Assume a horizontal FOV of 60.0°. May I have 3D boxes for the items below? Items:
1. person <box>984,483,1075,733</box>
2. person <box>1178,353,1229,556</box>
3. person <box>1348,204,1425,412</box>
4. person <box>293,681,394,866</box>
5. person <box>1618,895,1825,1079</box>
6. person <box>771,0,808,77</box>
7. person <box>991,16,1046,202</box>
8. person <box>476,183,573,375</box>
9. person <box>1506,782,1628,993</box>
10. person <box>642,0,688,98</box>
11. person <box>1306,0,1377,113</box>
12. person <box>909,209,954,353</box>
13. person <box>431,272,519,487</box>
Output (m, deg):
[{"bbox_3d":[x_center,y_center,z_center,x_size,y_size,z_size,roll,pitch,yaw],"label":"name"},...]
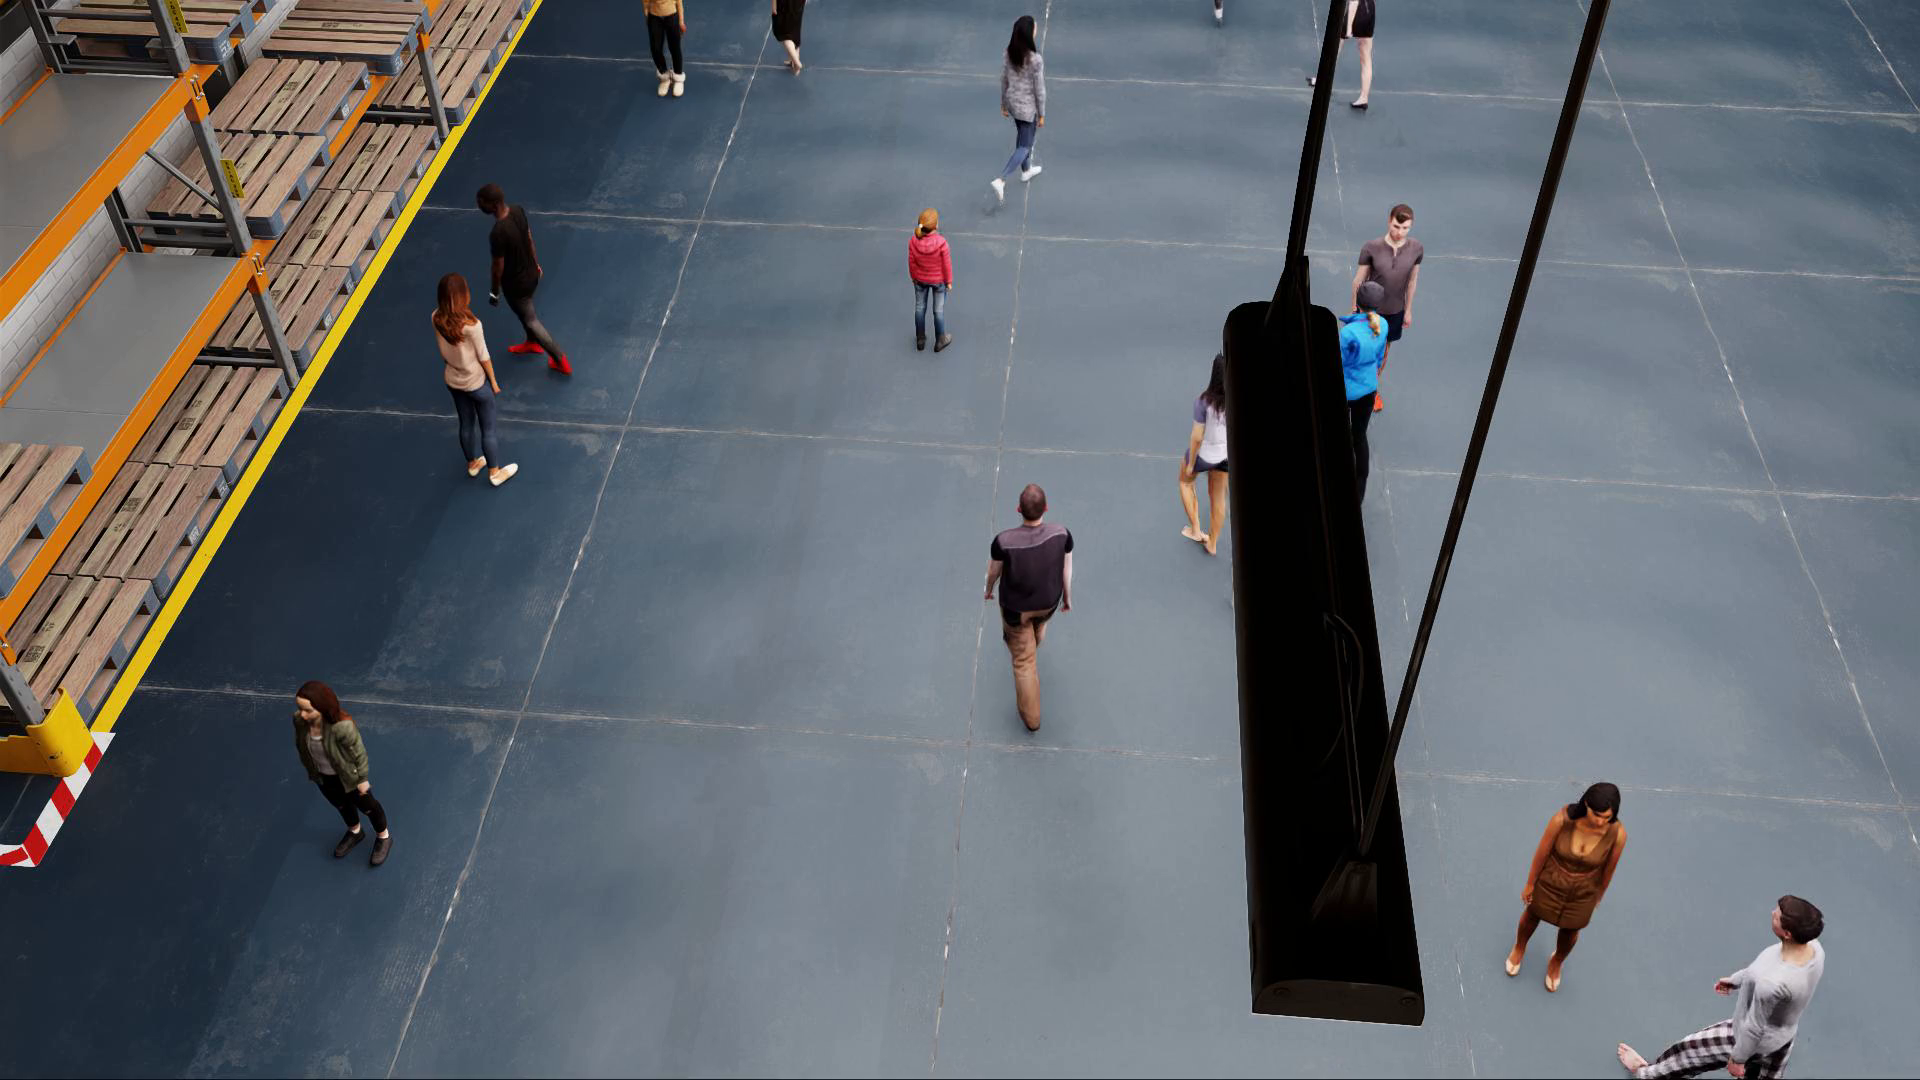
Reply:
[{"bbox_3d":[0.454,0.452,10.564,0.933,1.792,1.265,-9,44,-9],"label":"person"},{"bbox_3d":[1.814,-0.551,11.669,0.711,1.720,0.740,-14,45,-15],"label":"person"},{"bbox_3d":[3.260,-1.798,12.883,0.680,1.852,0.573,-1,44,-1],"label":"person"},{"bbox_3d":[-3.670,1.364,9.836,0.610,1.476,0.561,10,45,11],"label":"person"},{"bbox_3d":[4.102,2.530,8.369,1.065,1.811,1.161,-28,50,-26],"label":"person"},{"bbox_3d":[-1.703,-5.448,16.890,0.802,1.608,0.909,-20,47,-20],"label":"person"},{"bbox_3d":[0.519,-3.929,15.223,1.023,1.710,1.167,31,52,28],"label":"person"},{"bbox_3d":[-3.430,-2.019,13.175,0.827,1.769,0.855,13,45,13],"label":"person"},{"bbox_3d":[3.323,1.864,9.160,0.623,1.684,0.603,14,45,14],"label":"person"},{"bbox_3d":[-2.945,-5.270,16.678,0.601,1.644,0.603,2,44,2],"label":"person"},{"bbox_3d":[3.989,-5.049,16.334,1.004,1.798,1.096,-25,49,-24],"label":"person"},{"bbox_3d":[-0.246,-2.127,13.615,0.542,1.318,0.543,10,45,11],"label":"person"},{"bbox_3d":[-3.630,-1.172,12.274,0.663,1.785,0.660,19,47,18],"label":"person"}]
